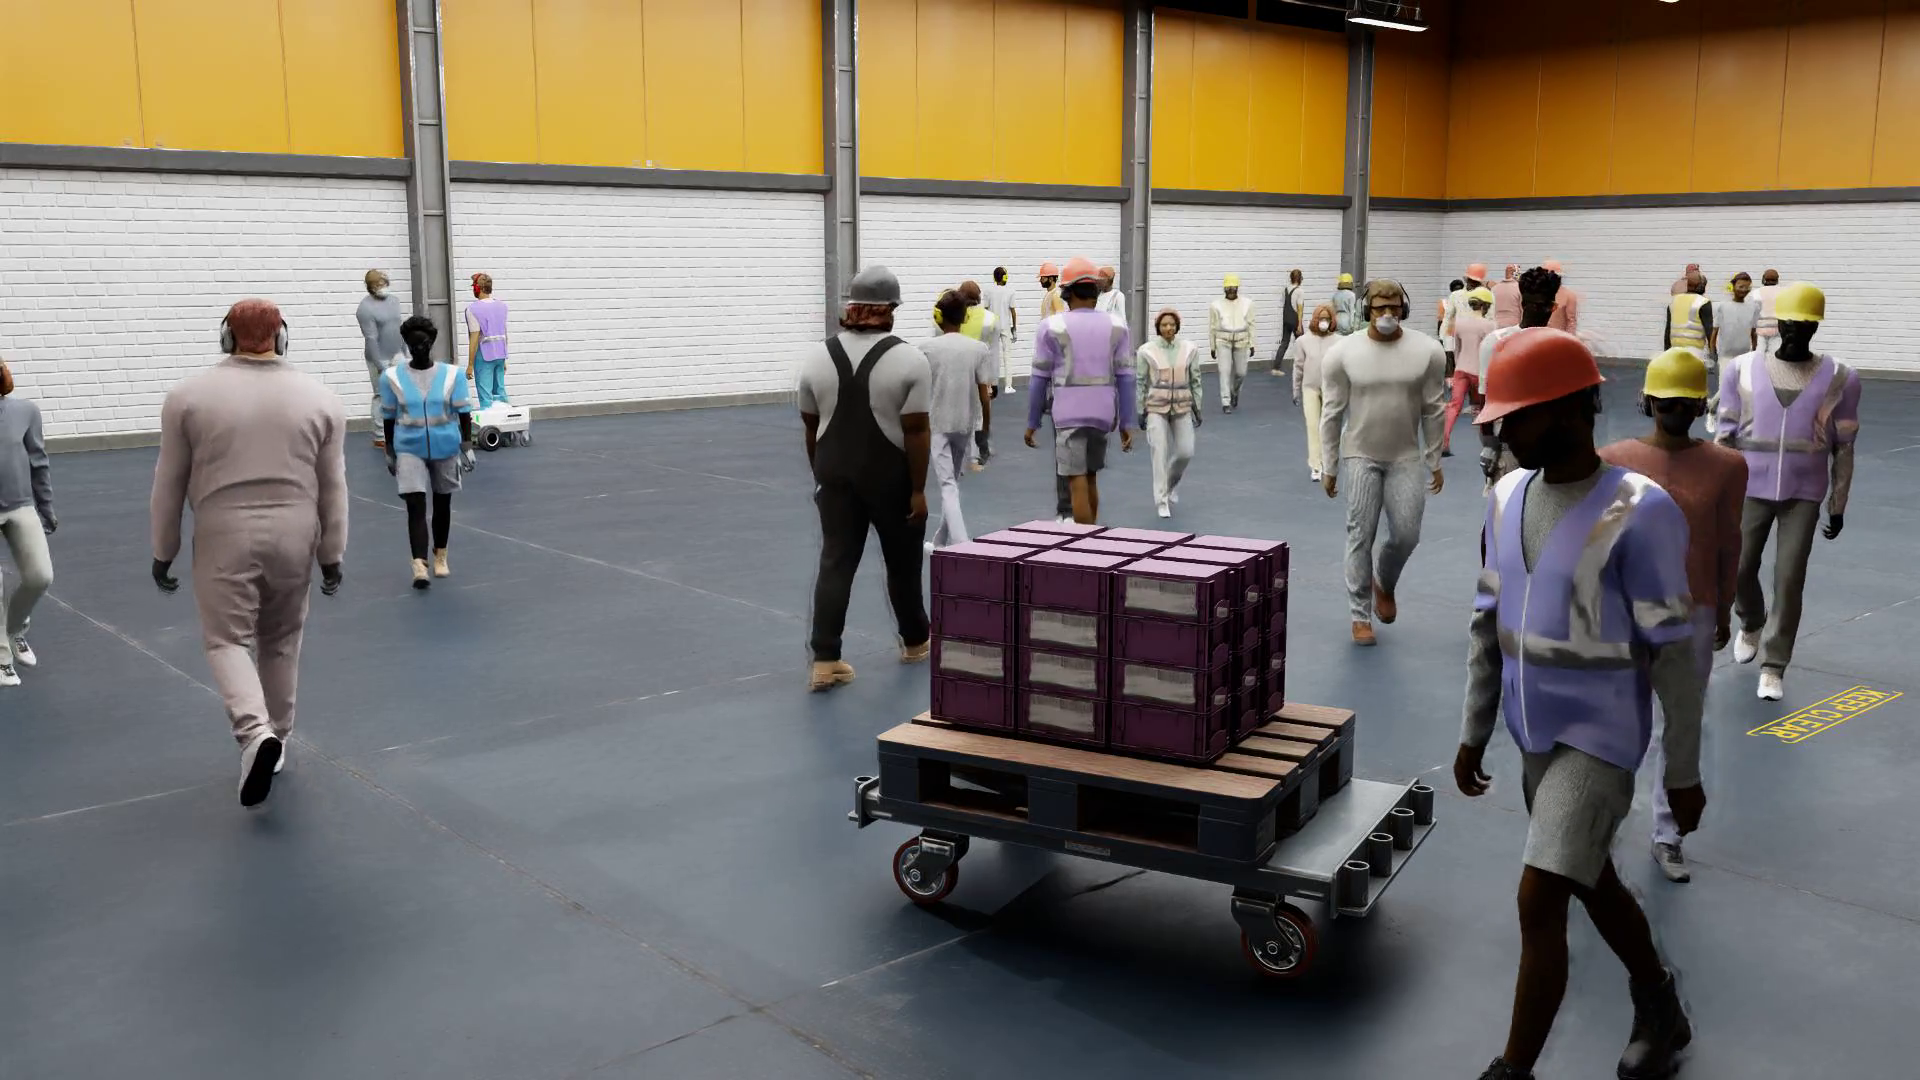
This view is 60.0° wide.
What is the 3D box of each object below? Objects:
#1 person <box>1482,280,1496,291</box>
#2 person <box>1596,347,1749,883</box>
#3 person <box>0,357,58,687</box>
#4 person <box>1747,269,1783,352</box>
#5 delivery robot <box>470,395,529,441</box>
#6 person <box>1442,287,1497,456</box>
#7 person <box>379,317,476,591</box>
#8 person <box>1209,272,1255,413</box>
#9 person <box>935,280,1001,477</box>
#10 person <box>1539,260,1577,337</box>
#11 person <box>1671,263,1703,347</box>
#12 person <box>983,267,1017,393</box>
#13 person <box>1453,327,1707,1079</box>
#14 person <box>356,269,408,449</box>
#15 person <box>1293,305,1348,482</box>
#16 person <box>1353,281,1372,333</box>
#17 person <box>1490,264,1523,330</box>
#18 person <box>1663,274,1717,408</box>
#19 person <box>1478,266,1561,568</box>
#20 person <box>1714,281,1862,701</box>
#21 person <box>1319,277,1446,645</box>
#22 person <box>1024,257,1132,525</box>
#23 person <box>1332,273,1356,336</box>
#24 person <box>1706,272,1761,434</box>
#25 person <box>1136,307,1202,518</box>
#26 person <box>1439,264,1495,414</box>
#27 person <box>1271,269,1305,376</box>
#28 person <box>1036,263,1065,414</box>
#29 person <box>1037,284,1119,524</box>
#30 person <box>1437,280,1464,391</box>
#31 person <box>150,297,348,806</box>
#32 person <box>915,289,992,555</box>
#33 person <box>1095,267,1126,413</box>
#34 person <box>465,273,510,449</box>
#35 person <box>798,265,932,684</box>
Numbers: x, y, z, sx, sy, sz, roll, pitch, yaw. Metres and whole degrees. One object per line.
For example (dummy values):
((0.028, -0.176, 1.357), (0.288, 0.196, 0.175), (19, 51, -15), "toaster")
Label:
((8.465, -3.323, 26.569), (0.311, 1.639, 0.513), (9, 13, 42), "person")
((2.364, 0.199, 5.683), (0.534, 1.731, 0.842), (2, 10, 11), "person")
((-4.536, -0.115, 7.840), (0.369, 1.618, 0.525), (8, 13, 40), "person")
((11.418, -2.905, 23.538), (0.634, 1.839, 0.429), (2, 10, 13), "person")
((-4.891, -1.280, 17.505), (0.477, 0.478, 0.707), (7, 12, 37), "delivery robot")
((5.183, -1.696, 16.840), (0.942, 1.713, 0.531), (-7, 12, -36), "person")
((-3.250, -0.534, 10.170), (0.545, 1.644, 0.862), (-3, 10, -20), "person")
((3.519, -2.562, 21.595), (0.600, 1.815, 0.690), (0, 10, 2), "person")
((0.059, -1.491, 15.366), (0.633, 1.812, 0.890), (1, 10, 6), "person")
((7.230, -2.428, 20.376), (0.645, 1.957, 0.528), (9, 13, 42), "person")
((12.375, -3.740, 28.261), (0.404, 1.900, 0.638), (-5, 11, -26), "person")
((0.587, -3.093, 24.564), (0.516, 1.865, 0.325), (2, 10, 14), "person")
((1.467, 0.442, 3.912), (0.947, 1.877, 0.563), (-4, 10, -21), "person")
((-5.920, -1.848, 17.225), (0.631, 1.885, 0.716), (5, 11, 29), "person")
((3.306, -1.356, 15.209), (0.509, 1.585, 0.869), (1, 10, 7), "person")
((6.610, -3.370, 26.918), (0.507, 1.622, 0.368), (10, 14, 44), "person")
((8.168, -3.135, 24.705), (0.402, 1.904, 0.639), (-8, 12, -38), "person")
((9.330, -2.474, 21.169), (0.993, 1.785, 0.636), (-4, 10, -21), "person")
((3.210, -0.559, 9.437), (0.604, 1.964, 0.367), (-3, 10, -19), "person")
((3.814, -0.243, 7.725), (0.600, 1.914, 0.615), (5, 11, 29), "person")
((2.197, -0.409, 8.696), (0.652, 1.917, 0.530), (1, 10, 6), "person")
((0.723, -0.774, 10.544), (0.627, 2.006, 0.864), (-4, 10, -20), "person")
((6.531, -3.647, 28.199), (0.499, 1.723, 0.516), (-7, 12, -37), "person")
((8.449, -2.004, 18.211), (0.540, 1.856, 0.578), (0, 10, 2), "person")
((1.619, -1.004, 13.009), (0.535, 1.624, 0.501), (-1, 10, -7), "person")
((6.385, -2.519, 21.034), (1.026, 1.912, 0.650), (-8, 13, -41), "person")
((5.633, -3.657, 28.071), (0.879, 1.806, 0.532), (-7, 12, -34), "person")
((1.152, -2.582, 21.361), (0.375, 1.935, 0.551), (-2, 10, -10), "person")
((0.884, -0.973, 12.104), (0.613, 1.874, 0.914), (-2, 10, -13), "person")
((7.437, -3.052, 24.898), (0.549, 1.652, 0.830), (0, 10, 2), "person")
((-2.623, 0.038, 6.225), (0.702, 1.871, 0.797), (-6, 11, -32), "person")
((-0.075, -0.694, 10.679), (0.518, 1.823, 1.010), (-4, 10, -22), "person")
((1.907, -2.575, 21.468), (0.337, 1.883, 0.584), (-6, 11, -30), "person")
((-4.940, -1.865, 17.425), (0.389, 1.847, 0.563), (5, 11, 26), "person")
((-0.431, -0.348, 7.980), (0.688, 2.000, 1.002), (4, 10, 20), "person")
